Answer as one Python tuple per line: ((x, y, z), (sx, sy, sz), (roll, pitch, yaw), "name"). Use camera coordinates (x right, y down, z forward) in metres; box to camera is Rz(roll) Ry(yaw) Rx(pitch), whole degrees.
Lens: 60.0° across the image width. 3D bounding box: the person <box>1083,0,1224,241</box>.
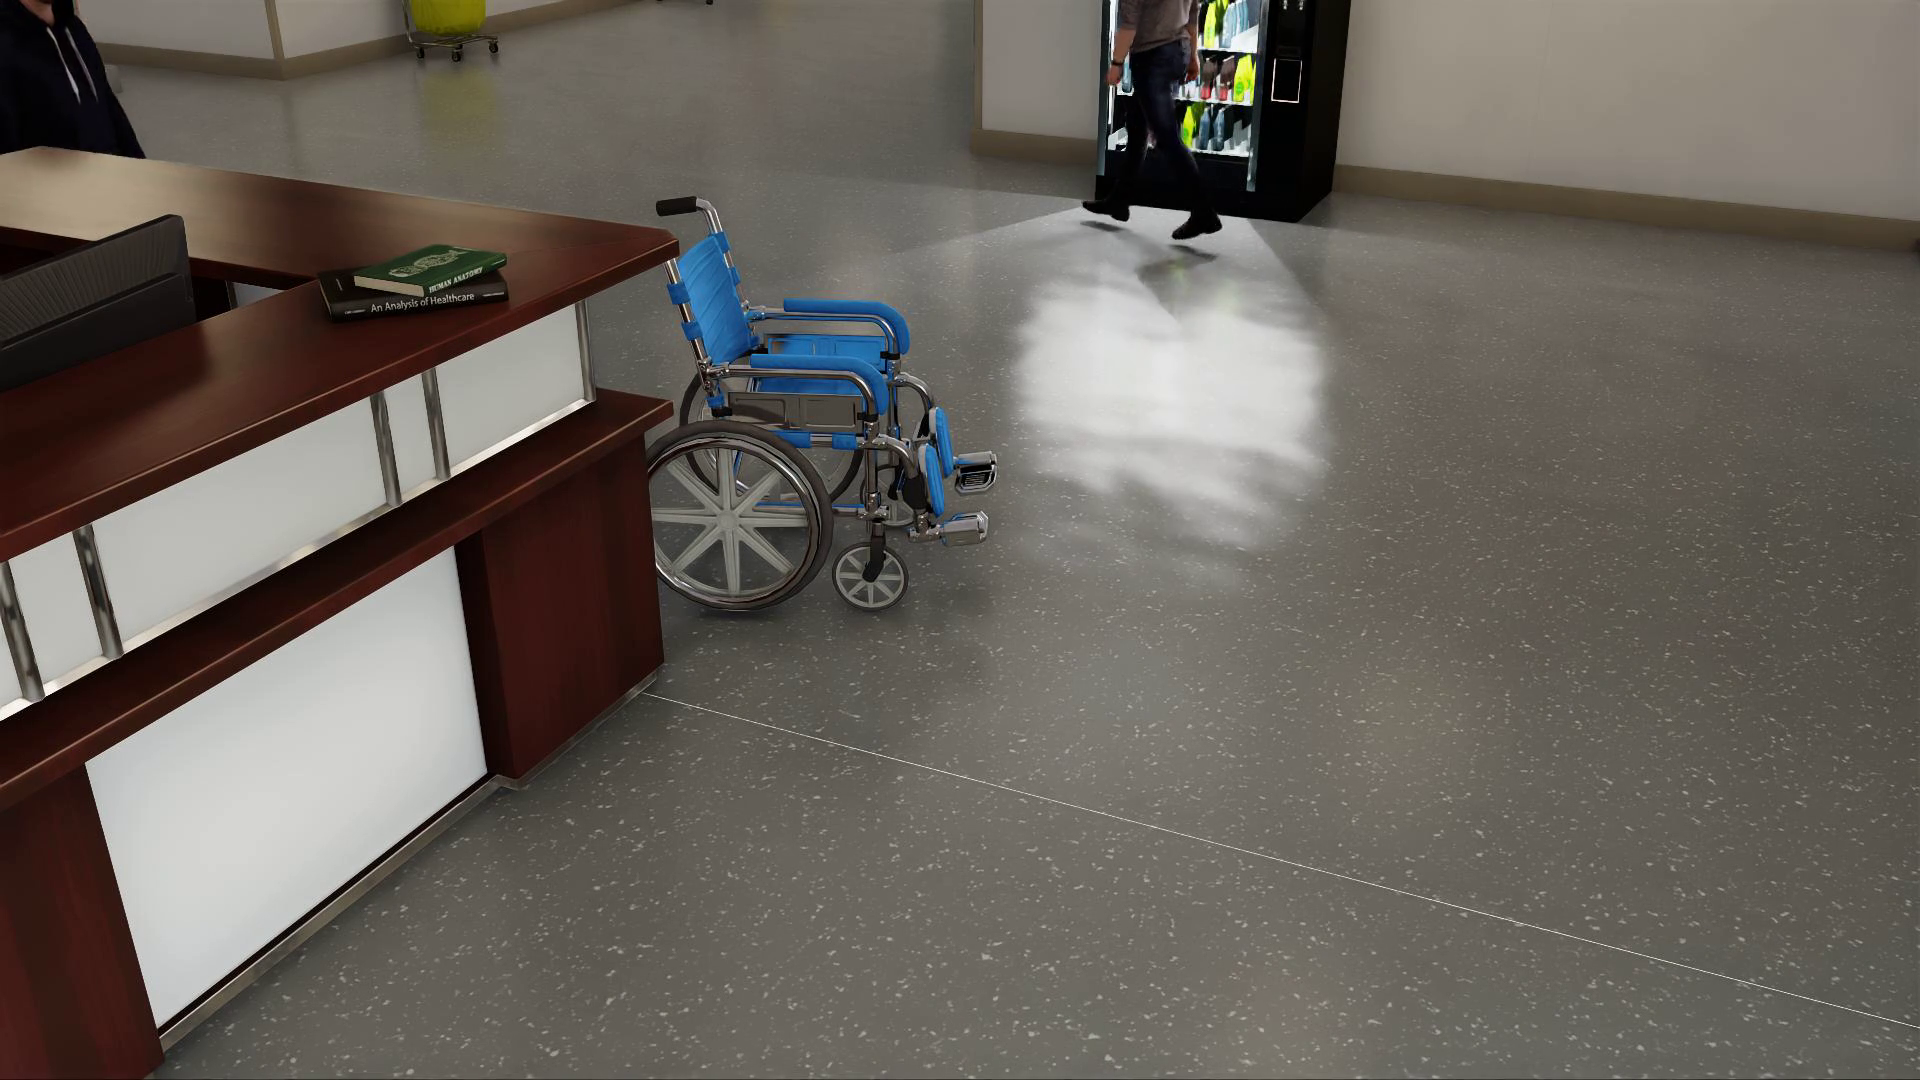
((1.108, -2.480, 8.674), (1.274, 1.869, 0.919), (20, 32, 36), "person")
